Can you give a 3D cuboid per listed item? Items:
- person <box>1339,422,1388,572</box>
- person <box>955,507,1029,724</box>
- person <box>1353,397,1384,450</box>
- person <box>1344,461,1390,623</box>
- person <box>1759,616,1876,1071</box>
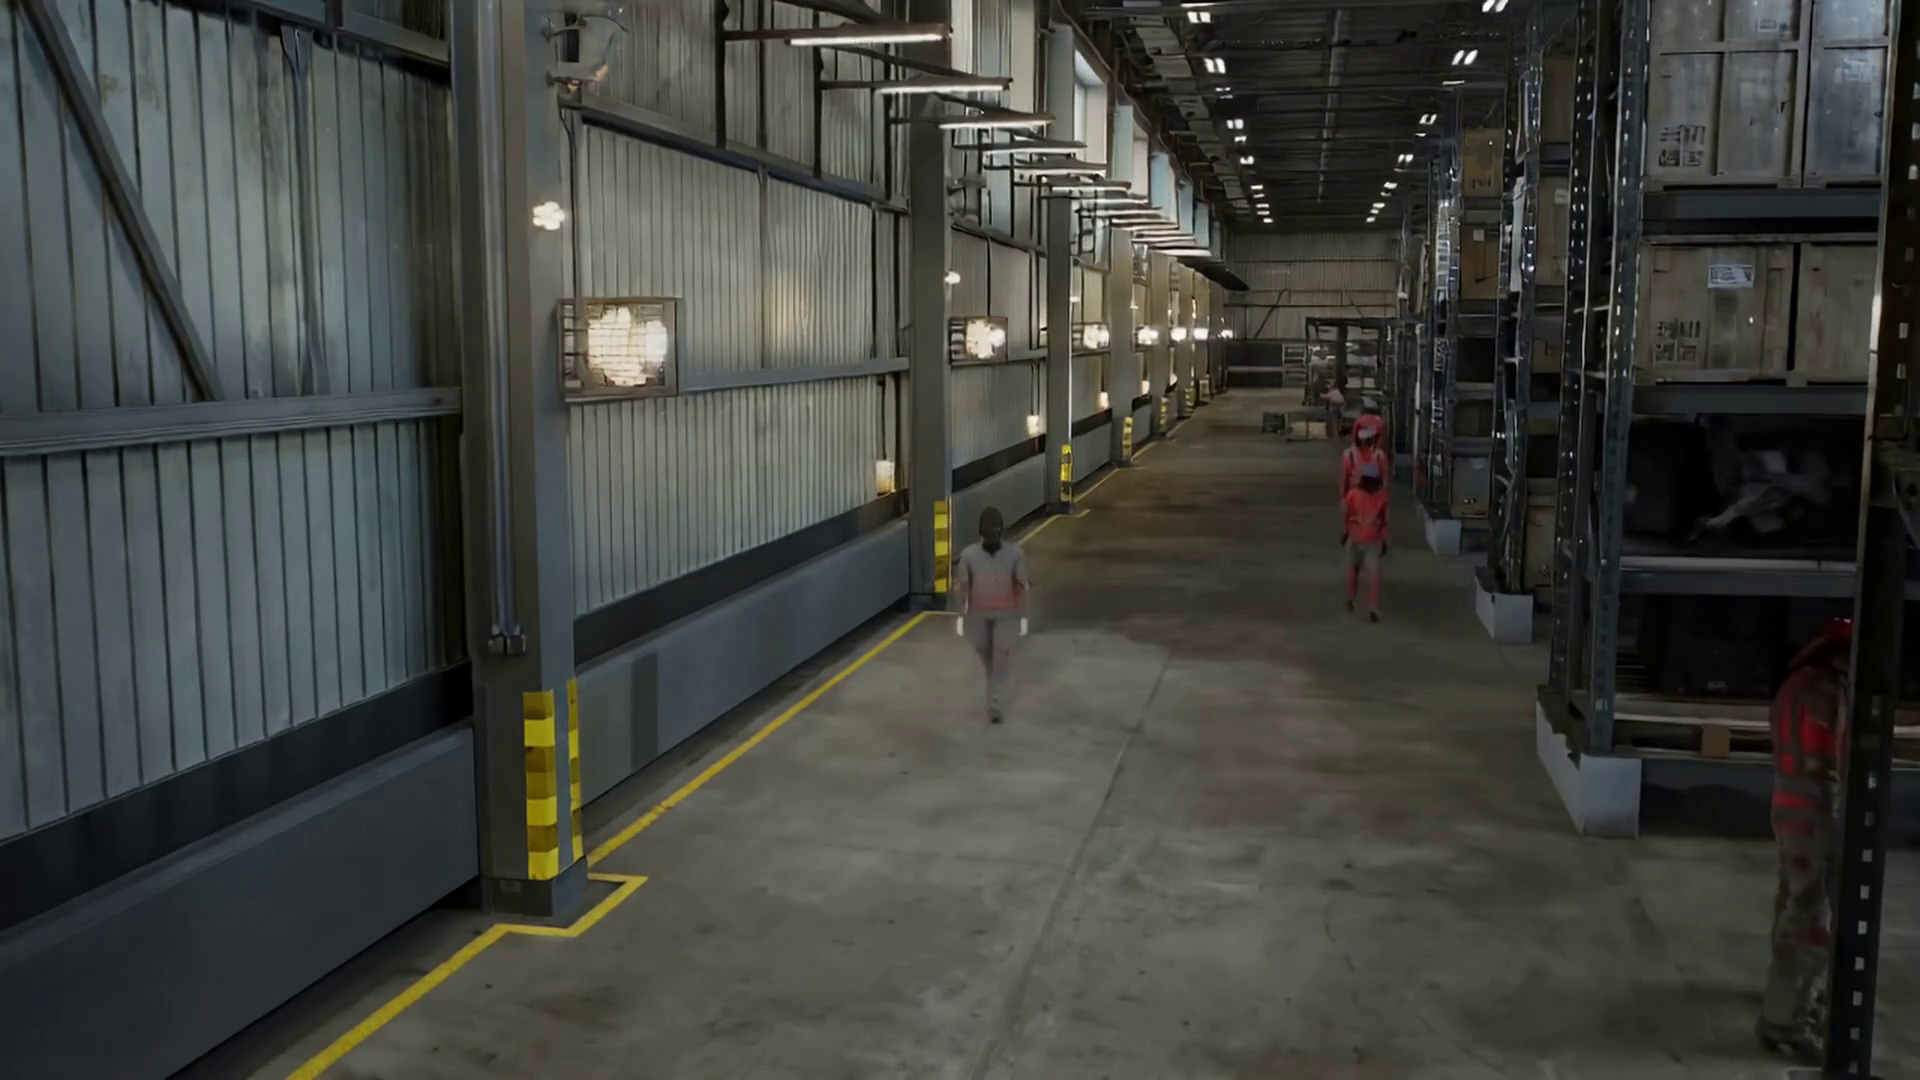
[{"bbox_3d":[5.218,-0.550,21.489,0.618,1.945,0.395,0,7,3],"label":"person"},{"bbox_3d":[0.260,0.574,13.472,0.585,1.707,0.910,1,7,8],"label":"person"},{"bbox_3d":[7.518,-1.679,30.679,0.552,1.919,0.806,4,8,29],"label":"person"},{"bbox_3d":[4.403,-0.008,18.035,0.487,1.717,0.775,0,7,3],"label":"person"},{"bbox_3d":[3.682,1.267,7.119,0.402,1.904,0.652,2,7,18],"label":"person"}]
